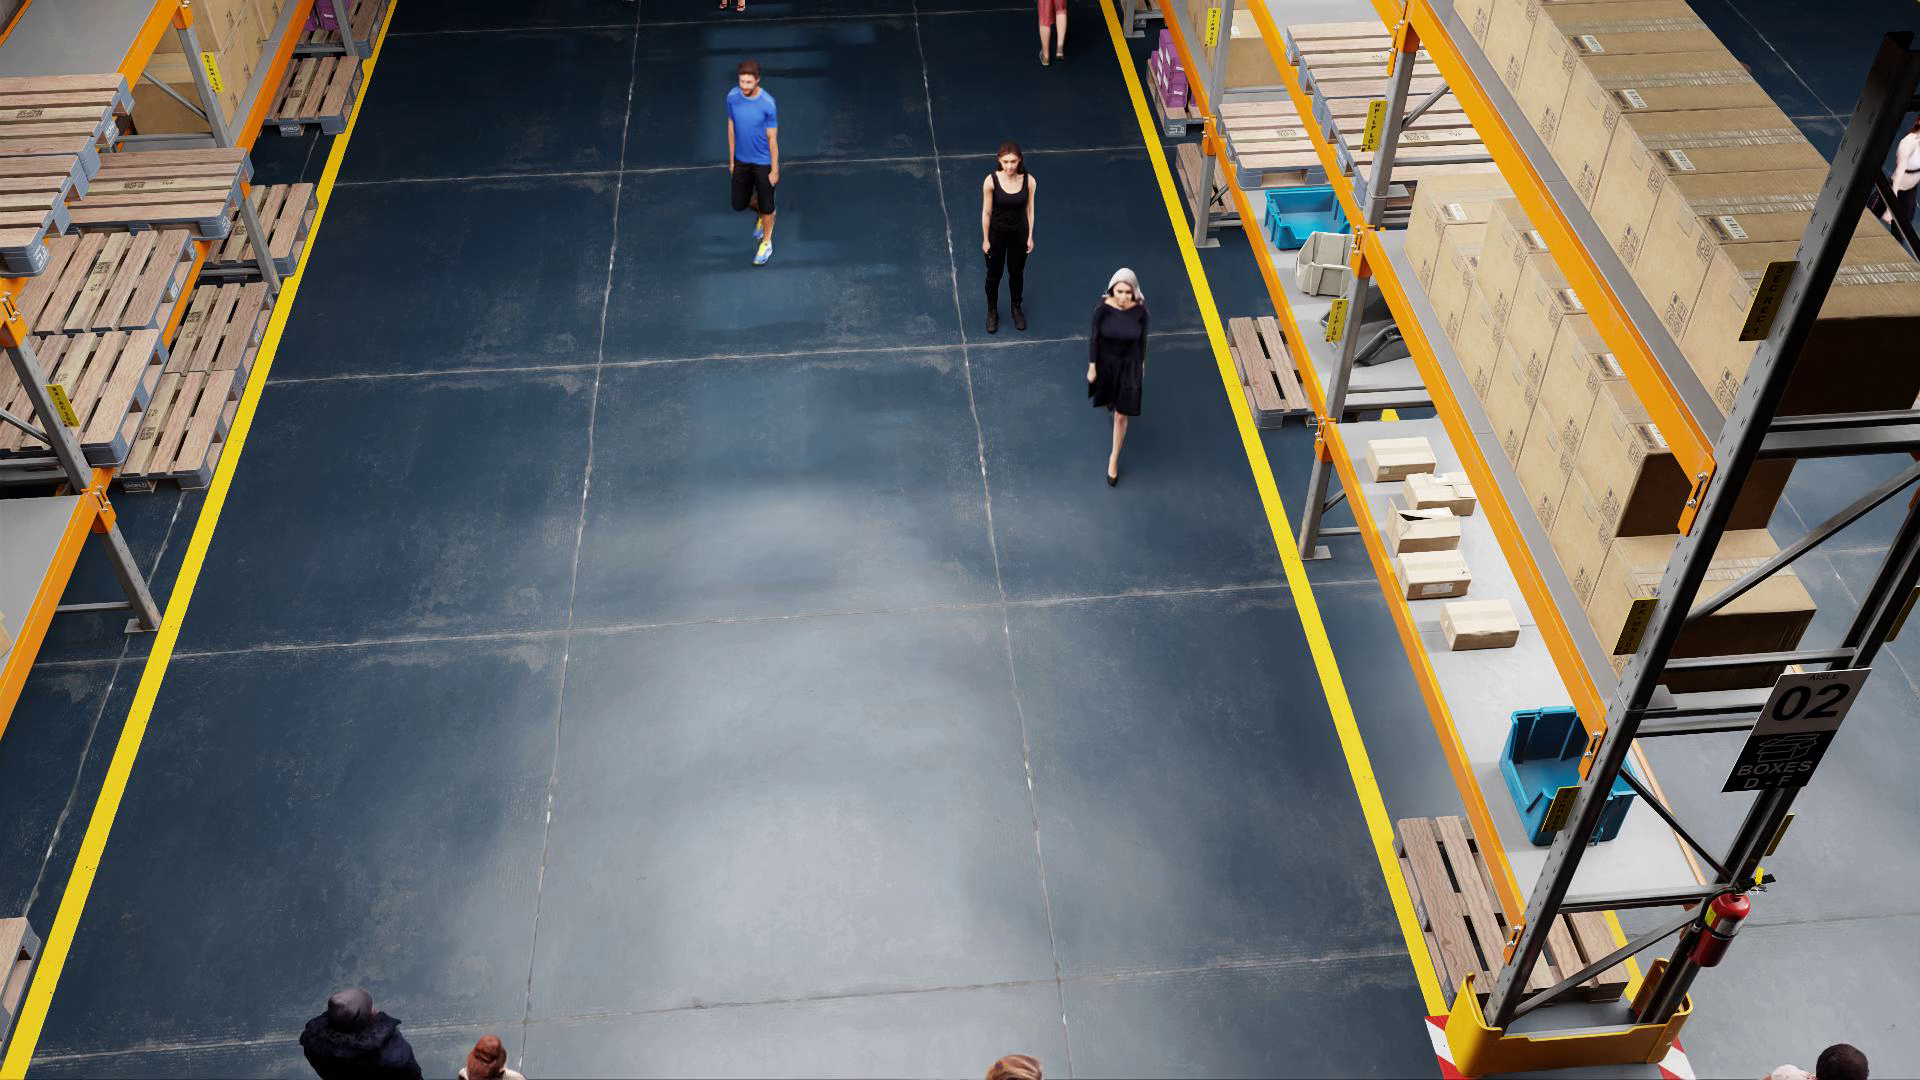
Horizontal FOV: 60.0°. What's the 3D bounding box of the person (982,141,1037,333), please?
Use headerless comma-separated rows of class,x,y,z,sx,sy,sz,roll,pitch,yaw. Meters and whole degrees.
person,0.385,-2.464,13.456,0.582,1.688,0.550,-5,44,-5

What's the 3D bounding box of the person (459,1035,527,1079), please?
person,-2.085,2.822,7.827,0.634,1.800,0.610,13,45,13

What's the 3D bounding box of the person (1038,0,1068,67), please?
person,0.943,-5.524,16.705,0.581,1.638,0.667,-4,44,-4

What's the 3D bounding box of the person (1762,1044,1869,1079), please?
person,3.801,2.919,7.801,1.064,1.695,1.191,26,49,25

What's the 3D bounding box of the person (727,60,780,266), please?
person,-1.711,-3.279,14.189,0.812,1.857,0.919,14,45,15

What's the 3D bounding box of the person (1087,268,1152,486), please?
person,1.150,-1.292,12.204,0.719,1.718,1.119,4,44,4

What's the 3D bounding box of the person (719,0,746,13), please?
person,-2.475,-6.484,17.587,0.695,1.812,0.665,12,45,13

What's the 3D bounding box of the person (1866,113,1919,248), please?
person,7.694,-2.883,13.877,0.831,1.714,1.254,-16,46,-16

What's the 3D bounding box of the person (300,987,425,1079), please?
person,-2.818,2.749,8.005,0.751,1.659,0.984,1,44,1
